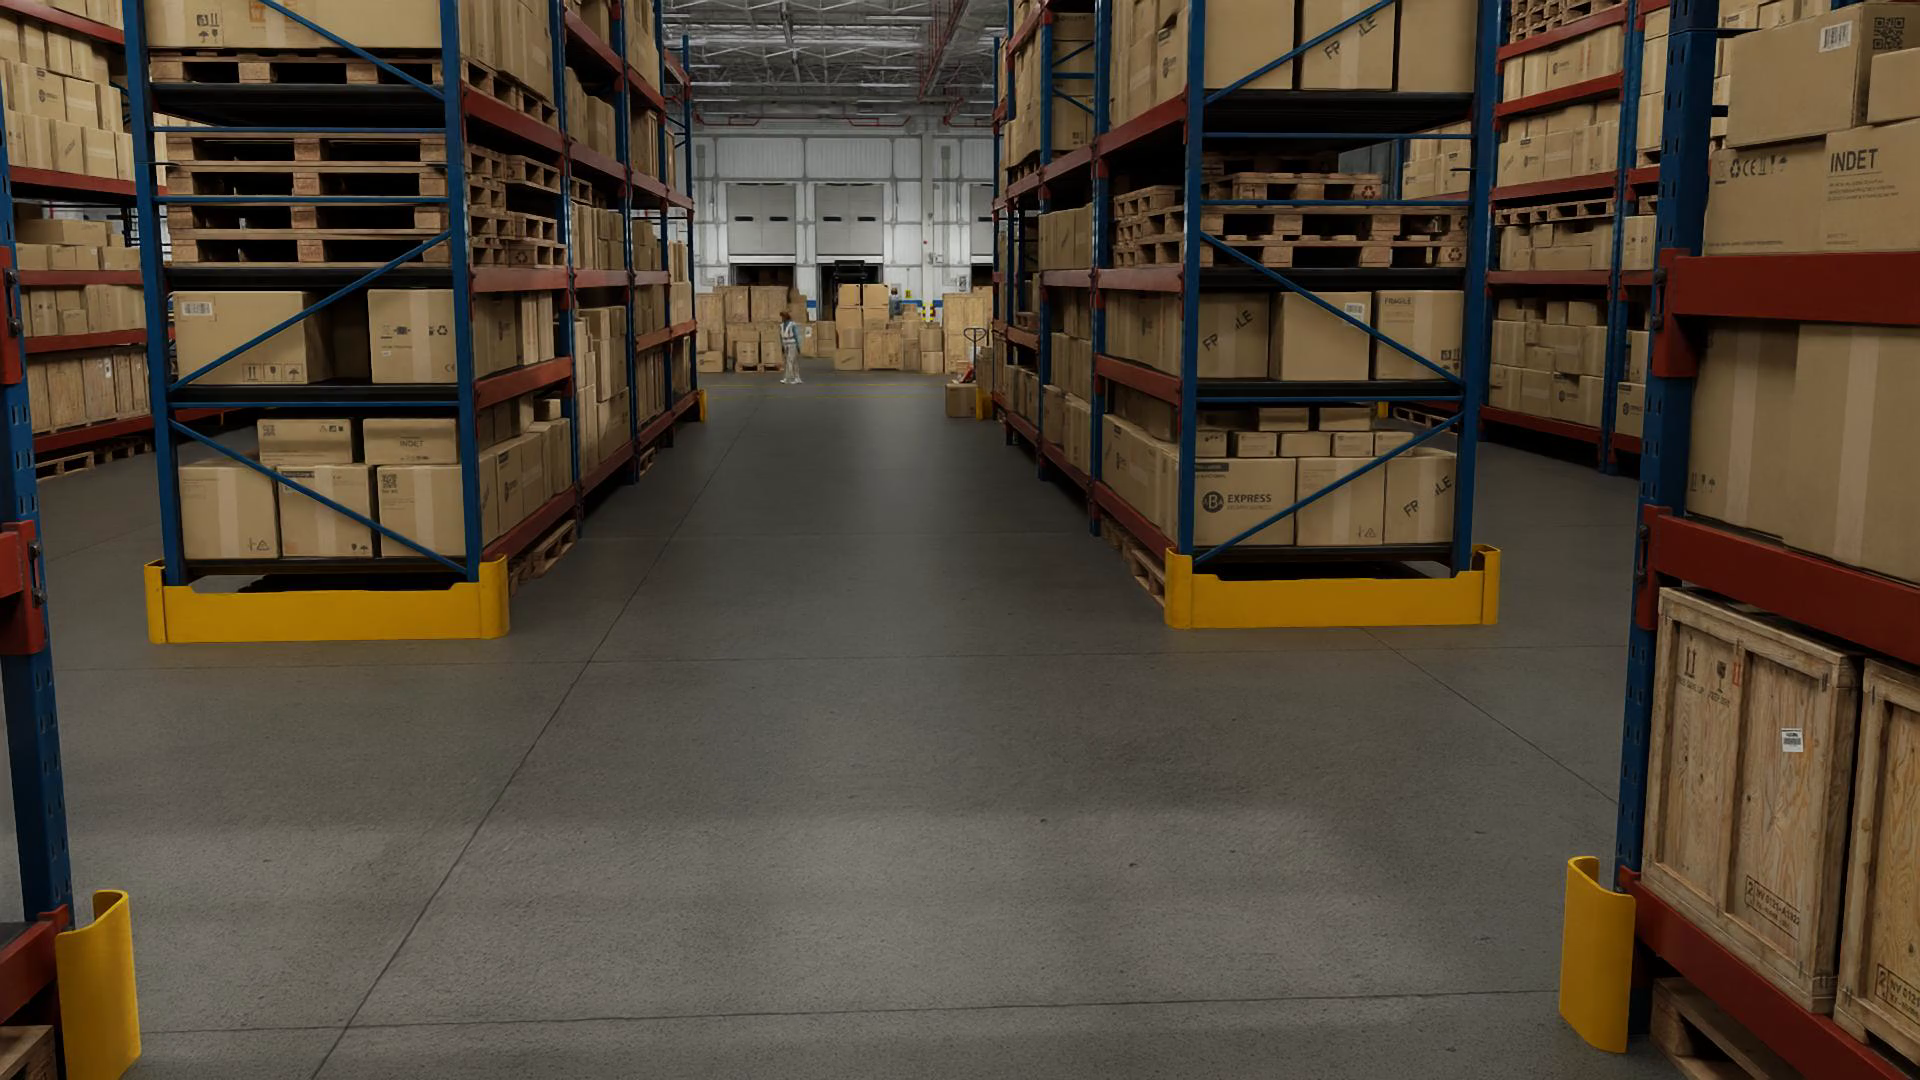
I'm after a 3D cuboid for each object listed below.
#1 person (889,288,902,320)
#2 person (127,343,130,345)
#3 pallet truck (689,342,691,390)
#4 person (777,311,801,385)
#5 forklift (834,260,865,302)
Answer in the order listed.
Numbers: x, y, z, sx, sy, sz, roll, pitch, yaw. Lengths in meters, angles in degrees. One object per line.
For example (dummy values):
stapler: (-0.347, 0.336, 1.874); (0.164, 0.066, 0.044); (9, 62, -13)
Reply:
person: (-2.296, -7.813, 57.894); (0.635, 1.928, 0.388); (3, 10, 20)
person: (-17.381, -3.945, 34.621); (0.865, 1.595, 0.537); (-5, 10, -30)
pallet truck: (-5.225, -3.008, 27.480); (1.885, 1.965, 0.823); (2, 9, 14)
person: (-3.714, -4.122, 35.763); (0.839, 1.586, 0.525); (-9, 13, -44)
forklift: (-3.398, -7.256, 51.392); (1.129, 2.768, 1.873); (-1, 9, -4)
